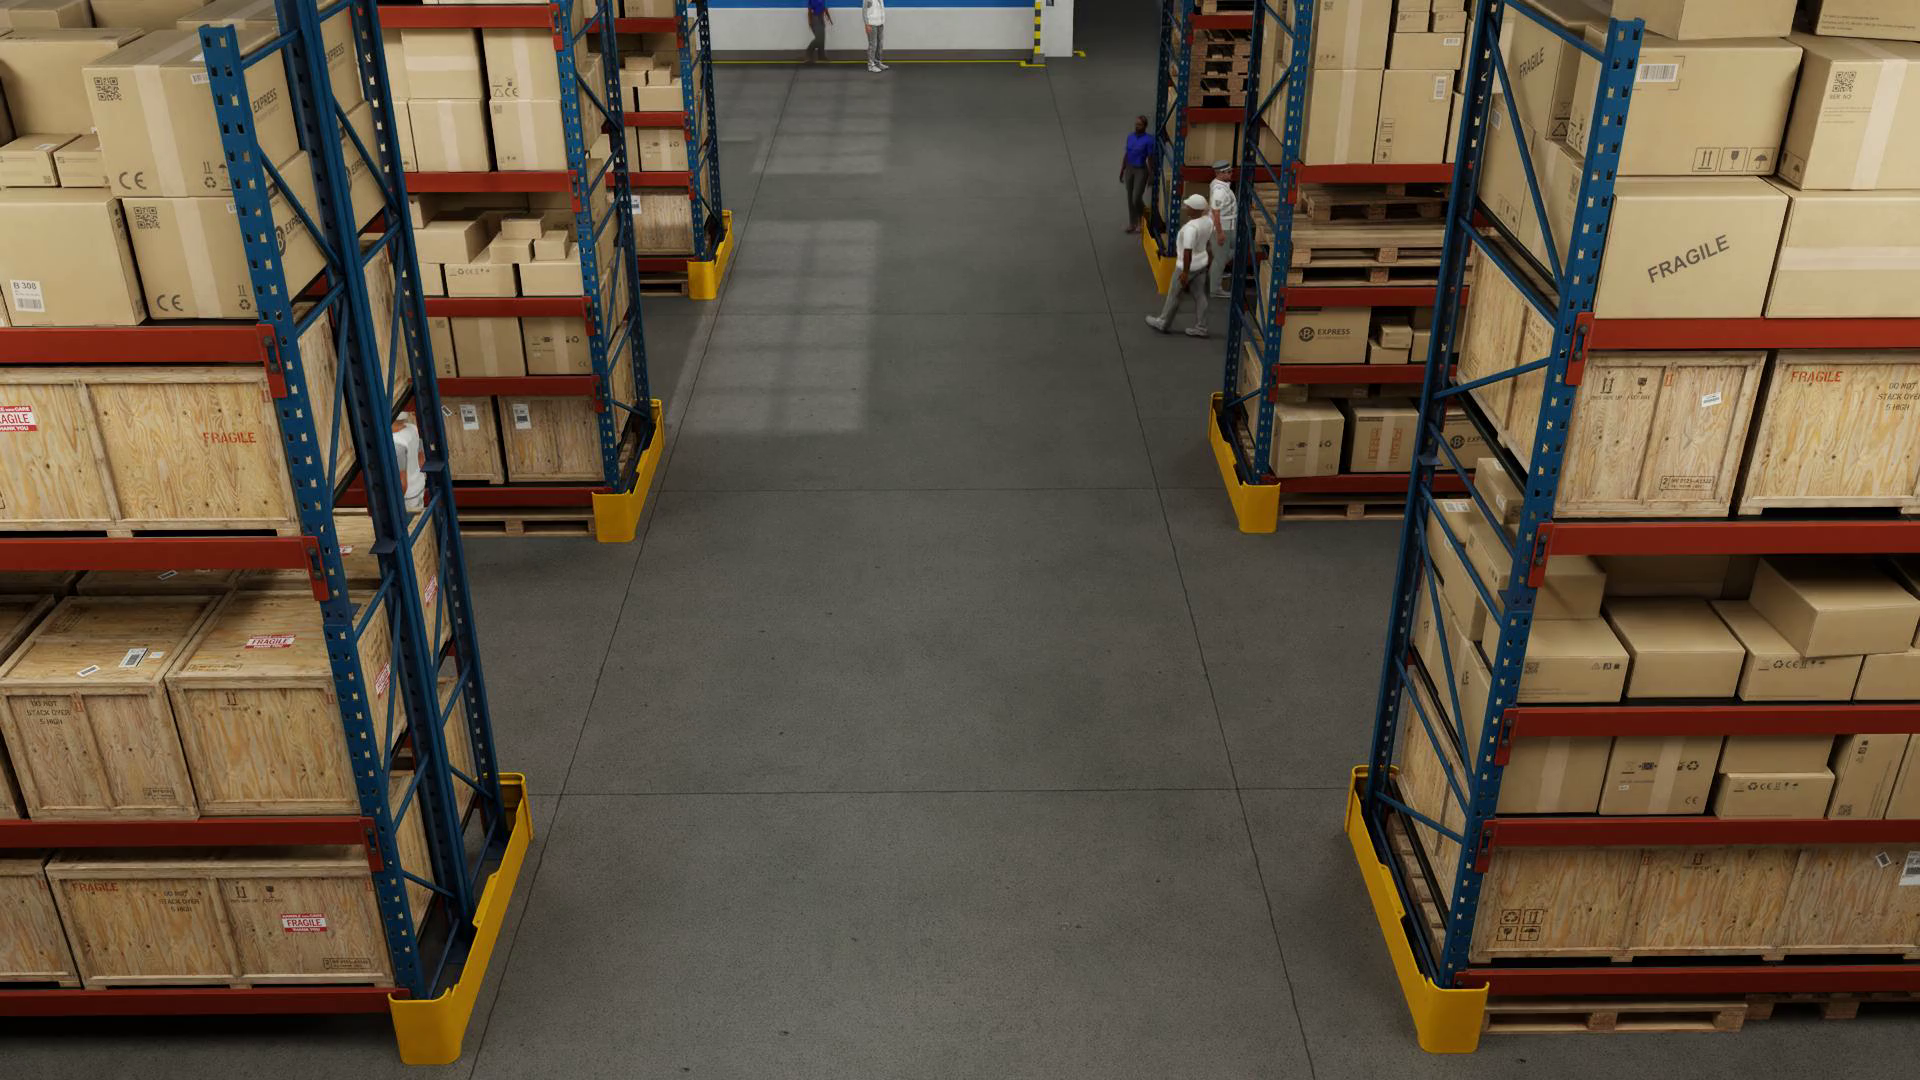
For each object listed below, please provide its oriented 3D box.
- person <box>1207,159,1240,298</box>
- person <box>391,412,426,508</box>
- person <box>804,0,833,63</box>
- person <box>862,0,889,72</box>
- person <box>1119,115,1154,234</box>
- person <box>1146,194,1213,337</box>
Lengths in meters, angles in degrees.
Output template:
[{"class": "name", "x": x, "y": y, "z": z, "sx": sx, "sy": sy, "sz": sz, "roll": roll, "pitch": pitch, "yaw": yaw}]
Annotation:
[{"class": "person", "x": 3.419, "y": -4.021, "z": 21.377, "sx": 0.504, "sy": 1.770, "sz": 0.530, "roll": 1, "pitch": 28, "yaw": 2}, {"class": "person", "x": -4.908, "y": -0.419, "z": 14.658, "sx": 0.379, "sy": 1.794, "sz": 0.548, "roll": 1, "pitch": 28, "yaw": 3}, {"class": "person", "x": -2.870, "y": -10.437, "z": 33.406, "sx": 0.511, "sy": 1.658, "sz": 0.529, "roll": 10, "pitch": 30, "yaw": 18}, {"class": "person", "x": -1.674, "y": -10.195, "z": 32.865, "sx": 0.399, "sy": 1.772, "sz": 0.529, "roll": 15, "pitch": 32, "yaw": 26}, {"class": "person", "x": 2.486, "y": -5.197, "z": 23.673, "sx": 0.469, "sy": 1.661, "sz": 0.426, "roll": 22, "pitch": 35, "yaw": 35}, {"class": "person", "x": 2.712, "y": -3.353, "z": 20.130, "sx": 0.806, "sy": 1.756, "sz": 0.584, "roll": 23, "pitch": 36, "yaw": 36}]
